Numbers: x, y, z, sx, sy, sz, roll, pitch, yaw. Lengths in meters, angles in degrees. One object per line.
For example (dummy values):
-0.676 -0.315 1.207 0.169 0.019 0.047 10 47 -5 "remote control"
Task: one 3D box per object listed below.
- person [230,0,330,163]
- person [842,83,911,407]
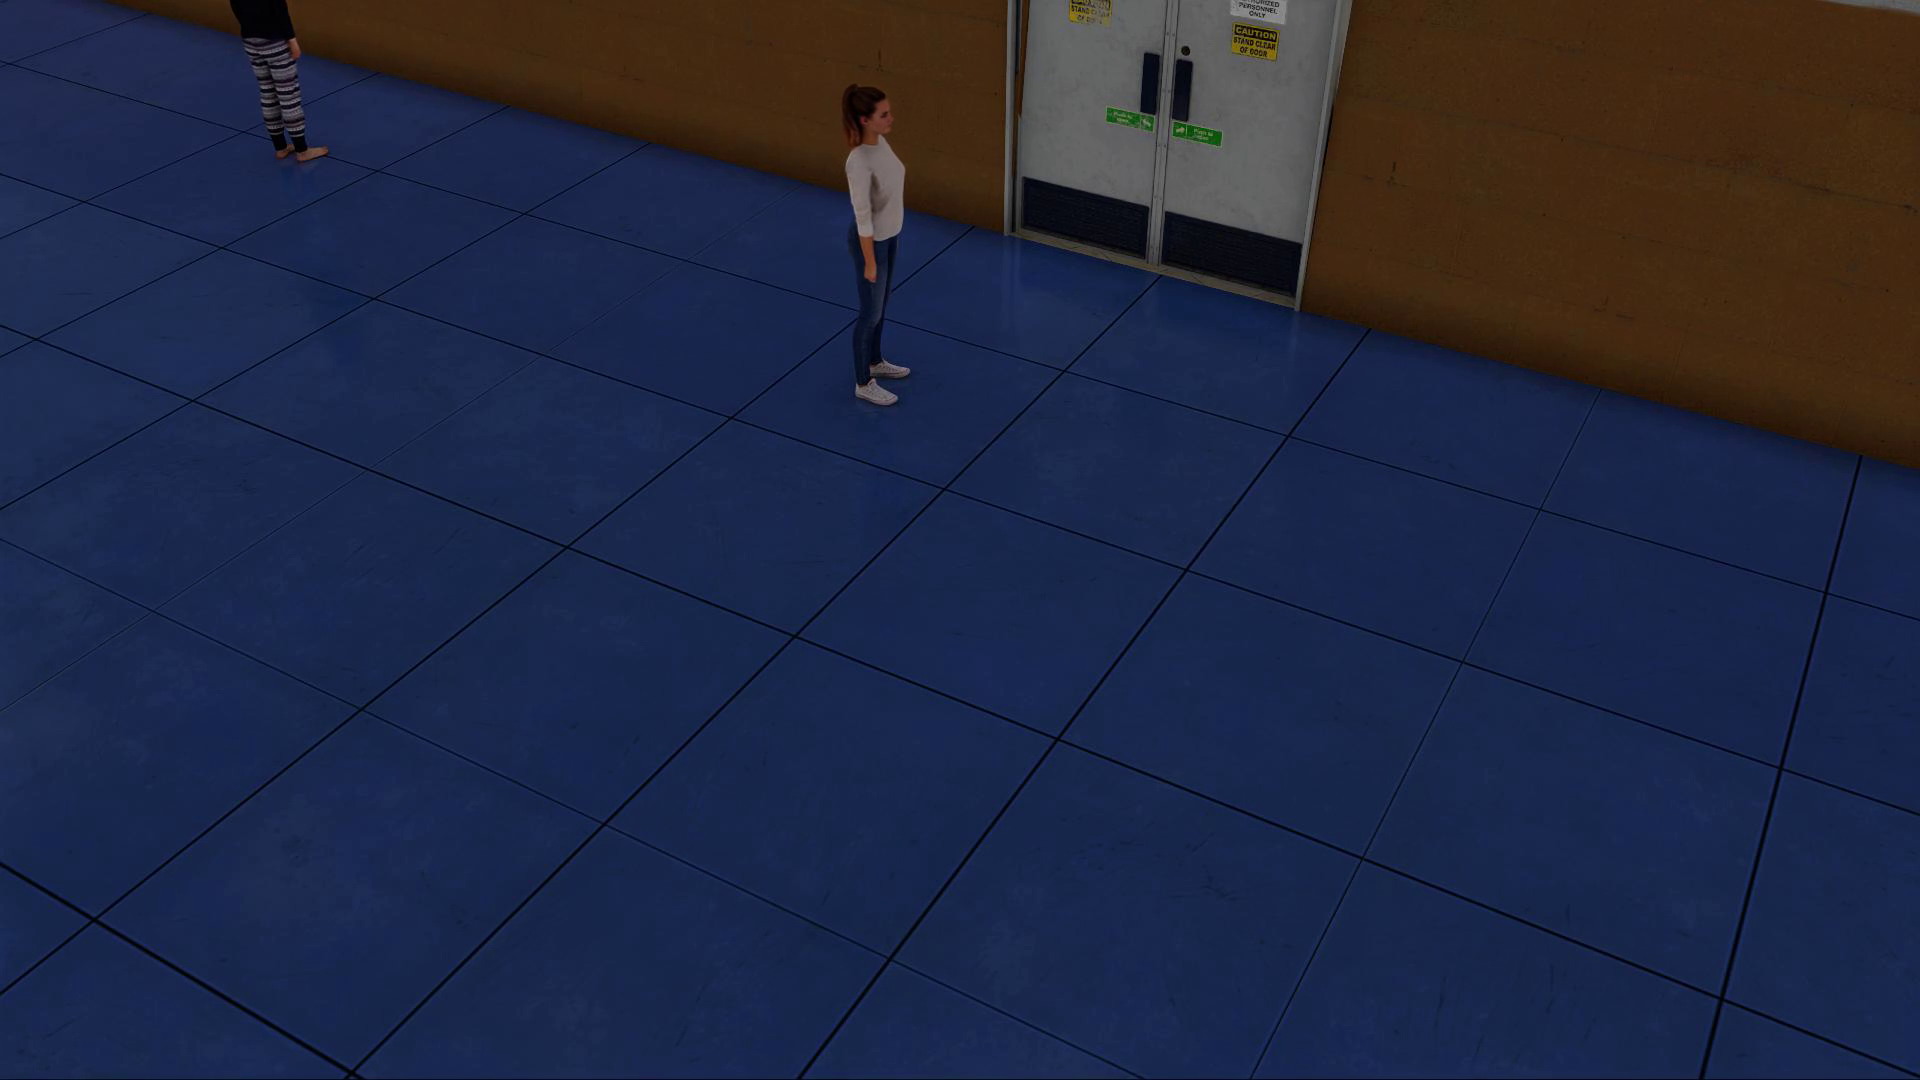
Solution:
-4.668 -3.395 11.172 0.607 1.733 0.511 18 40 22 "person"
-0.456 -1.548 8.722 0.726 1.719 0.563 8 38 11 "person"
